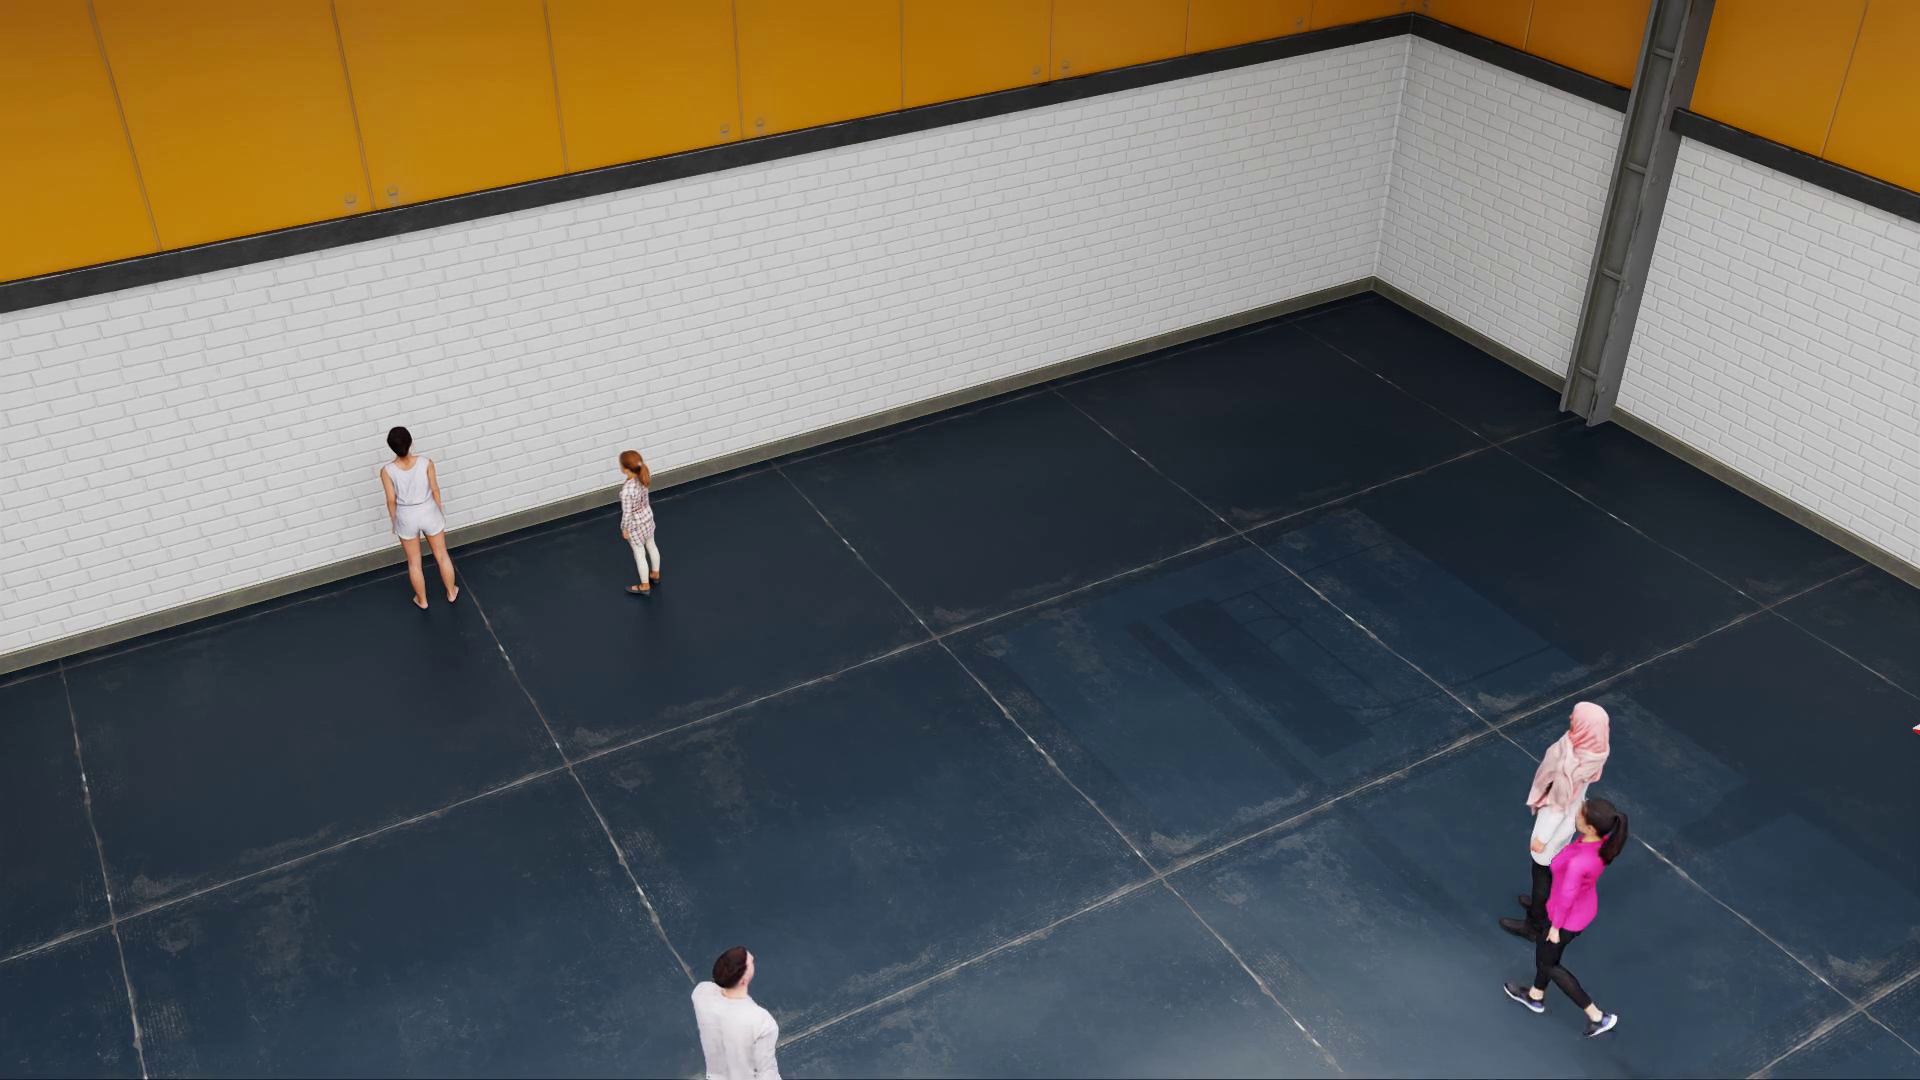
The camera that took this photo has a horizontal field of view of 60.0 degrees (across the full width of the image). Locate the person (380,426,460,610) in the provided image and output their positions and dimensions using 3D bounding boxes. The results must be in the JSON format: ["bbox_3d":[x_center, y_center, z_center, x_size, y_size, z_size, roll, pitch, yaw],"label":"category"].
[{"bbox_3d":[-4.259,-0.180,13.046,0.585,1.607,0.548,-14,36,-20],"label":"person"}]

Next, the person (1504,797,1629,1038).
[{"bbox_3d":[3.542,2.167,9.446,0.980,1.683,0.764,26,41,33],"label":"person"}]

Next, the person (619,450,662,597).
[{"bbox_3d":[-2.558,-0.153,13.271,0.671,1.313,0.624,14,36,19],"label":"person"}]

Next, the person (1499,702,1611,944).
[{"bbox_3d":[3.624,1.695,10.046,0.691,1.804,0.699,28,42,35],"label":"person"}]

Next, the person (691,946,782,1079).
[{"bbox_3d":[-1.152,2.785,8.418,1.189,1.792,1.115,18,38,25],"label":"person"}]
